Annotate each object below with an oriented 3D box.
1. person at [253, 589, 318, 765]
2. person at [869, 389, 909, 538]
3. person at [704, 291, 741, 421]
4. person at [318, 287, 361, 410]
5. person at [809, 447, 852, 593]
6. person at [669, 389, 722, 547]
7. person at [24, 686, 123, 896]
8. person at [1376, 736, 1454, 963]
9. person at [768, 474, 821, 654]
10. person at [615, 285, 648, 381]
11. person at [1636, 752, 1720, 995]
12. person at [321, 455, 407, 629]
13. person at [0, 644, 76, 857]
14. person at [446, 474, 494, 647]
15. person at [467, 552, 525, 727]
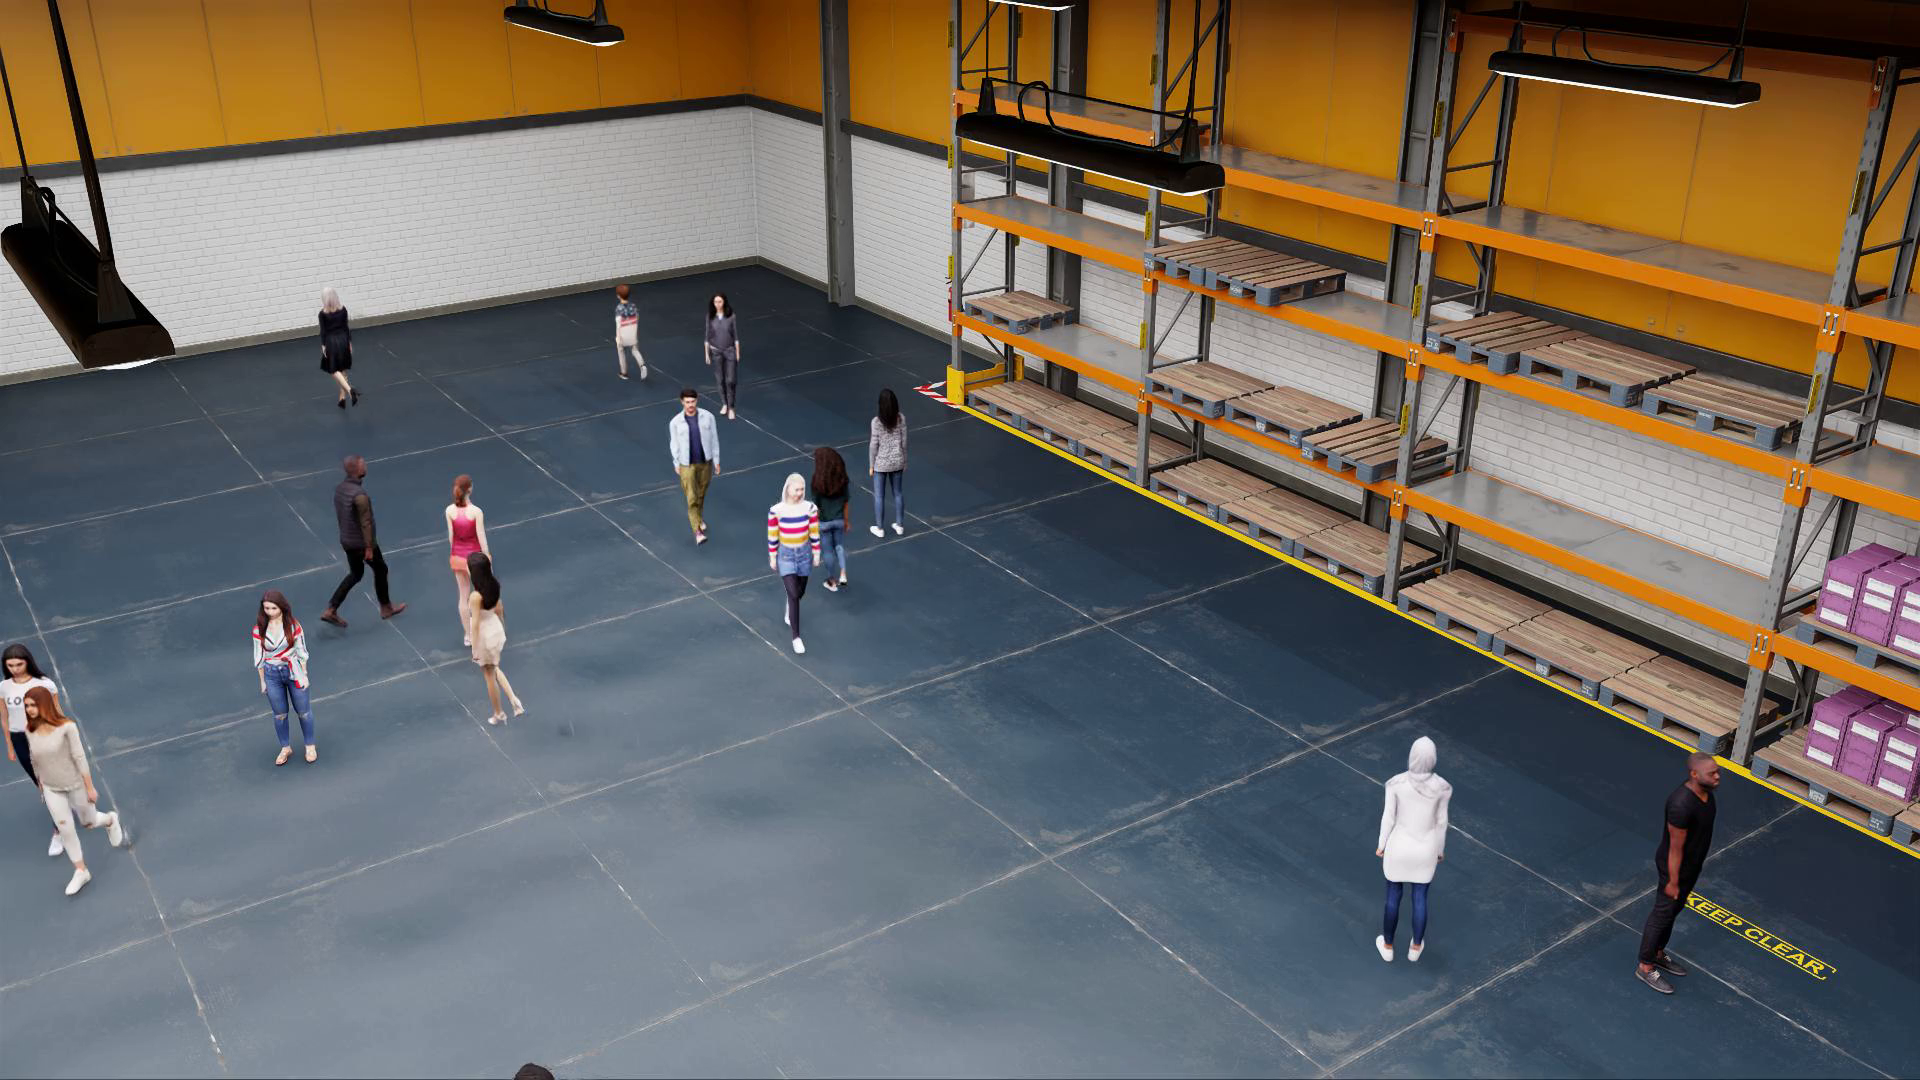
[{"bbox_3d":[-5.824,1.165,14.349,0.654,1.614,0.637,-5,24,-11],"label":"person"},{"bbox_3d":[-0.811,-0.878,18.877,0.645,1.731,0.579,-11,26,-24],"label":"person"},{"bbox_3d":[-3.228,-2.563,22.717,0.835,1.743,0.920,0,24,1],"label":"person"},{"bbox_3d":[-8.490,-2.589,22.790,0.958,1.732,0.724,21,31,39],"label":"person"},{"bbox_3d":[-1.327,-0.174,17.426,0.623,1.603,0.684,-13,27,-27],"label":"person"},{"bbox_3d":[-3.005,-0.873,18.824,0.846,1.763,1.219,-10,25,-21],"label":"person"},{"bbox_3d":[-6.793,1.827,12.736,0.931,1.693,1.064,0,24,0],"label":"person"},{"bbox_3d":[3.197,2.197,11.787,0.694,1.775,0.748,3,24,8],"label":"person"},{"bbox_3d":[-1.648,0.159,16.450,0.880,1.774,1.199,-7,25,-16],"label":"person"},{"bbox_3d":[-4.785,-2.991,24.090,0.584,1.427,0.866,-21,31,-39],"label":"person"},{"bbox_3d":[4.996,2.272,11.562,0.640,1.819,0.715,20,31,38],"label":"person"},{"bbox_3d":[-6.093,0.058,16.645,0.922,1.804,1.129,-20,31,-39],"label":"person"},{"bbox_3d":[-7.299,1.587,13.213,0.929,1.750,1.144,-5,24,-11],"label":"person"},{"bbox_3d":[-4.851,0.234,16.329,0.744,1.733,0.802,0,24,1],"label":"person"},{"bbox_3d":[-4.113,0.913,14.782,0.834,1.729,0.768,8,25,17],"label":"person"}]
